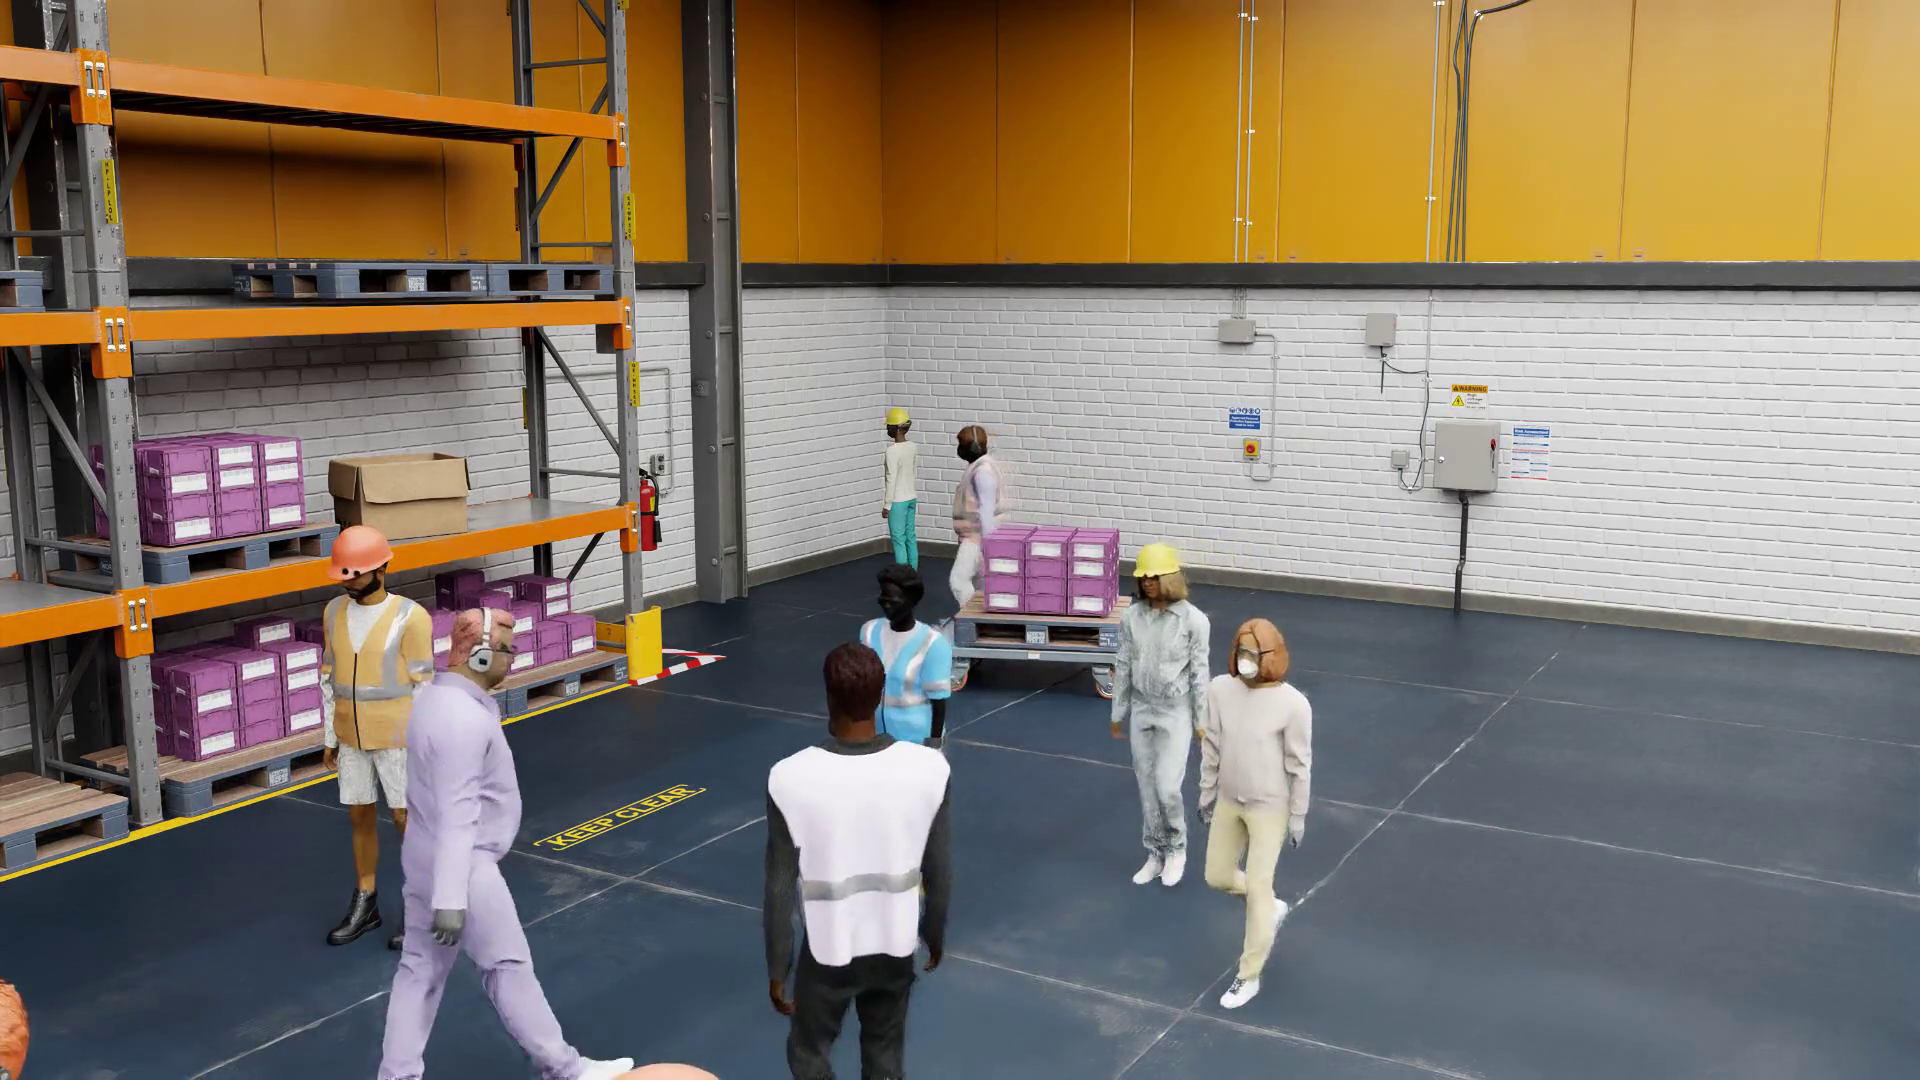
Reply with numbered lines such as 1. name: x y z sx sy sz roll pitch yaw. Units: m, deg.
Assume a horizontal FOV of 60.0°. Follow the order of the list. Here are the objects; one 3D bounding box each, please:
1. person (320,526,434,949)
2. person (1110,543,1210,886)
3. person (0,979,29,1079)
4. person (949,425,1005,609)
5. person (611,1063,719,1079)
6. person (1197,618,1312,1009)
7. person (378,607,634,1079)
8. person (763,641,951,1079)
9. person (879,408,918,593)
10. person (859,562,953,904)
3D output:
1. person: -2.627 0.883 7.461 0.543 1.927 0.375 2 9 14
2. person: 0.972 0.867 8.186 0.501 1.727 0.402 7 11 37
3. person: -1.607 1.645 2.842 0.585 1.882 0.337 4 10 26
4. person: 0.107 -0.012 13.395 0.510 1.828 0.628 0 9 3
5. person: -0.401 1.681 2.458 0.378 1.932 0.551 -7 11 -37
6. person: 1.253 1.110 6.978 0.512 1.620 0.525 9 13 44
7. person: -1.670 1.162 5.950 0.969 1.851 0.671 -5 10 -28
8. person: -0.313 1.258 5.202 0.623 1.905 0.579 -3 10 -17
9. person: -0.581 -0.367 15.770 0.310 1.769 0.525 4 10 25
10. person: -0.280 0.936 7.861 0.554 1.683 0.367 6 11 34
